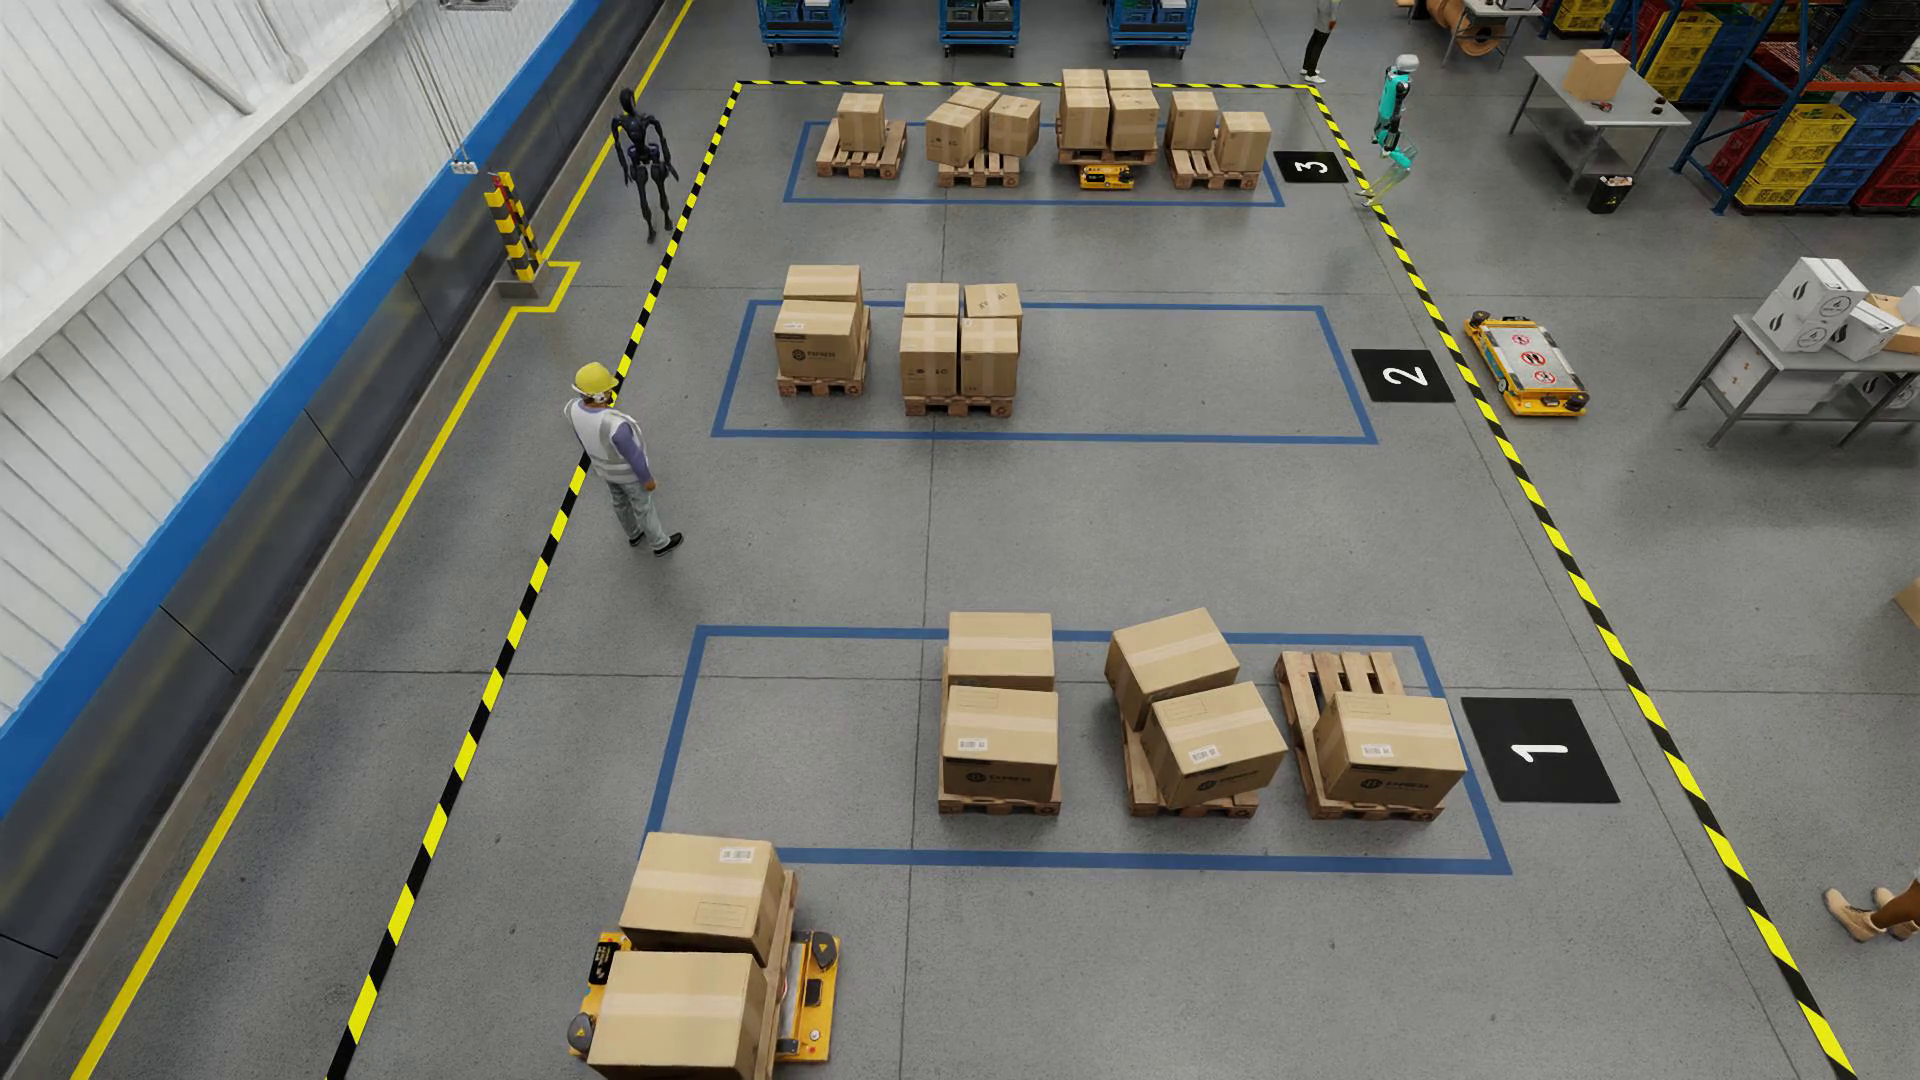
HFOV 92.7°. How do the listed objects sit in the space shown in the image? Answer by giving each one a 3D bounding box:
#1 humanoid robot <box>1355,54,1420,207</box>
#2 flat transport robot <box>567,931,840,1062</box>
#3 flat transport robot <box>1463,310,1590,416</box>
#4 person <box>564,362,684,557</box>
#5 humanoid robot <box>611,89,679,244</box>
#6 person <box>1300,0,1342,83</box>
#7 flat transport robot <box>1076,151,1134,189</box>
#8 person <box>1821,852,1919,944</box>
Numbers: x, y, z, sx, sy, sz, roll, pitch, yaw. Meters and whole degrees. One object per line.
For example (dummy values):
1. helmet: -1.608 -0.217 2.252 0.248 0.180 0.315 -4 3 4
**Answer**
1. humanoid robot: 5.056 -4.664 10.514 0.735 1.671 0.533 1 49 1
2. flat transport robot: -1.445 2.600 5.265 1.431 0.197 0.652 1 49 1
3. flat transport robot: 5.573 -1.757 9.054 0.659 0.231 1.431 1 49 1
4. person: -2.575 -0.580 7.008 0.587 1.822 0.403 24 53 19
5. humanoid robot: -3.472 -4.145 10.201 0.601 1.638 0.641 -8 50 -7
6. person: 5.240 -7.493 12.971 0.375 1.853 0.589 1 49 1
7. flat transport robot: 1.845 -4.982 11.827 0.652 0.197 1.431 1 49 1
8. person: 5.577 1.673 4.921 0.604 2.033 0.395 2 49 1
